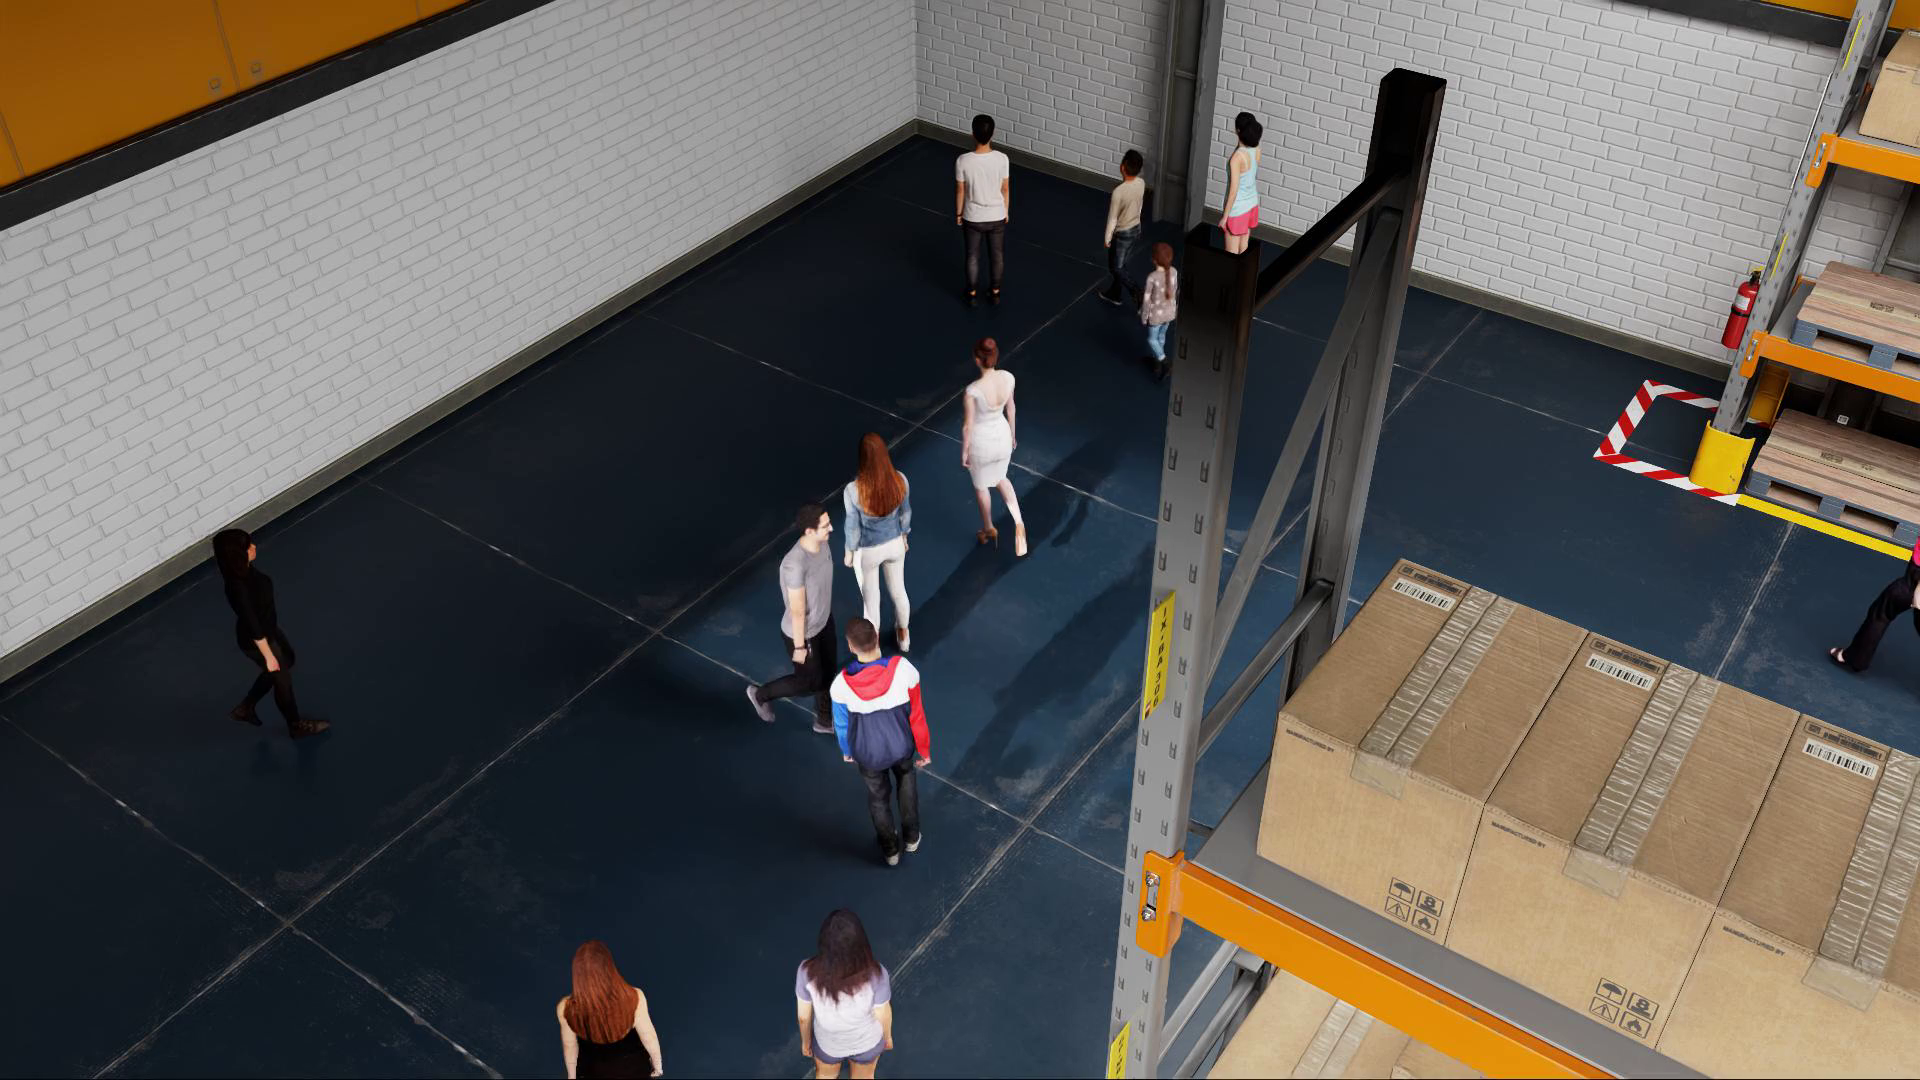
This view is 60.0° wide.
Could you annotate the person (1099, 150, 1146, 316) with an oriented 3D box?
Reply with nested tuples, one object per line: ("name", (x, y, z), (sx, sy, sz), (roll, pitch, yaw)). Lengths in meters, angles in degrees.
("person", (1.447, -2.571, 14.097), (0.890, 1.444, 0.642), (31, 48, 33))

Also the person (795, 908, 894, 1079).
("person", (-0.526, 2.367, 7.691), (0.858, 1.721, 0.872), (2, 39, 2))

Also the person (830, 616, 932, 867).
("person", (-0.422, 1.191, 9.152), (0.788, 1.735, 0.845), (-4, 39, -5))

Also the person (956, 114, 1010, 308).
("person", (0.203, -2.793, 14.155), (0.659, 1.719, 0.748), (-1, 39, -2))

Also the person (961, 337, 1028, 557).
("person", (0.246, -0.565, 11.316), (0.782, 1.779, 0.945), (-20, 43, -24))

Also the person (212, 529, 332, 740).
("person", (-4.265, 0.602, 9.971), (0.847, 1.633, 0.831), (-16, 41, -19))

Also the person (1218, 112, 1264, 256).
("person", (2.368, -2.804, 14.132), (0.557, 1.763, 0.585), (27, 46, 30))

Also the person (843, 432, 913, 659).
("person", (-0.513, 0.059, 10.598), (0.690, 1.700, 0.679), (-17, 42, -20))

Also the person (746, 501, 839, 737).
("person", (-0.989, 0.500, 10.019), (1.003, 1.733, 0.805), (15, 41, 18))

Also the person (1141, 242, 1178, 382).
("person", (1.635, -1.817, 13.359), (0.657, 1.186, 0.791), (-19, 43, -23))

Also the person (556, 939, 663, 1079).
("person", (-1.587, 2.478, 7.559), (0.882, 1.712, 0.936), (-5, 39, -6))
